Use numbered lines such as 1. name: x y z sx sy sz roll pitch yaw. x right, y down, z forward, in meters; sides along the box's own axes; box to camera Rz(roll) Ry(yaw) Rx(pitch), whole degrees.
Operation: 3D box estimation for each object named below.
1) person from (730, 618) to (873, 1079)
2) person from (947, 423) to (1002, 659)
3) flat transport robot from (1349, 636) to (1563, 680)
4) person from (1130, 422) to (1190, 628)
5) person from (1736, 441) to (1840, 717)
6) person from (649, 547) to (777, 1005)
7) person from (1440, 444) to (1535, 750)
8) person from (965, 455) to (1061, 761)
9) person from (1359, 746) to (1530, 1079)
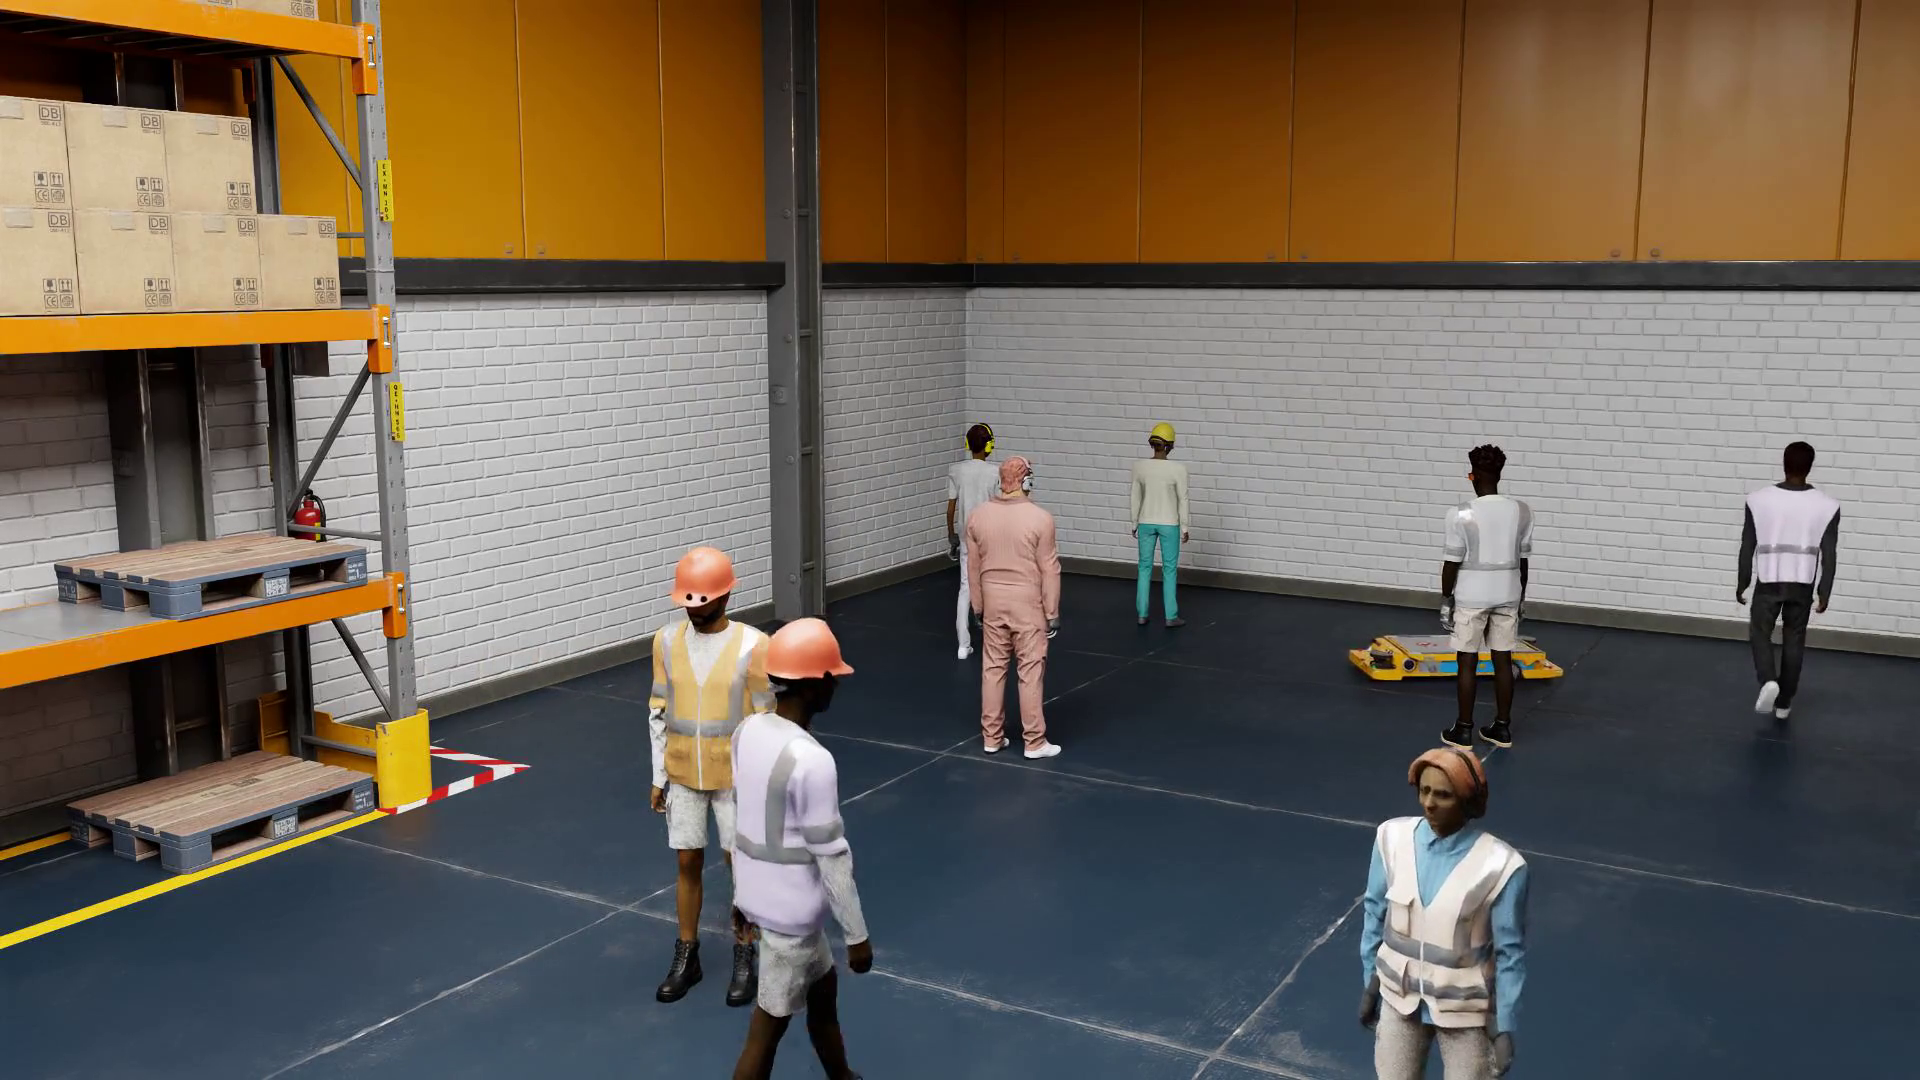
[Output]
1. person: -0.451 1.197 5.582 0.898 1.897 0.563 -5 10 -29
2. person: 0.150 0.015 13.063 0.537 1.869 0.314 3 10 20
3. flat transport robot: 3.749 0.883 12.613 1.431 0.197 0.652 0 9 -3
4. person: 1.719 -0.128 14.274 0.533 1.767 0.321 5 10 27
5. person: 5.581 0.289 11.229 0.602 1.906 0.582 3 10 21
6. person: -1.032 0.975 6.887 0.543 1.927 0.375 2 9 10
7. person: 3.341 0.367 10.608 0.599 1.958 0.372 -1 9 -8
8. person: 0.358 0.421 10.413 0.639 1.908 0.407 6 11 31
9. person: 1.448 1.416 5.037 0.518 1.640 0.309 8 12 41
